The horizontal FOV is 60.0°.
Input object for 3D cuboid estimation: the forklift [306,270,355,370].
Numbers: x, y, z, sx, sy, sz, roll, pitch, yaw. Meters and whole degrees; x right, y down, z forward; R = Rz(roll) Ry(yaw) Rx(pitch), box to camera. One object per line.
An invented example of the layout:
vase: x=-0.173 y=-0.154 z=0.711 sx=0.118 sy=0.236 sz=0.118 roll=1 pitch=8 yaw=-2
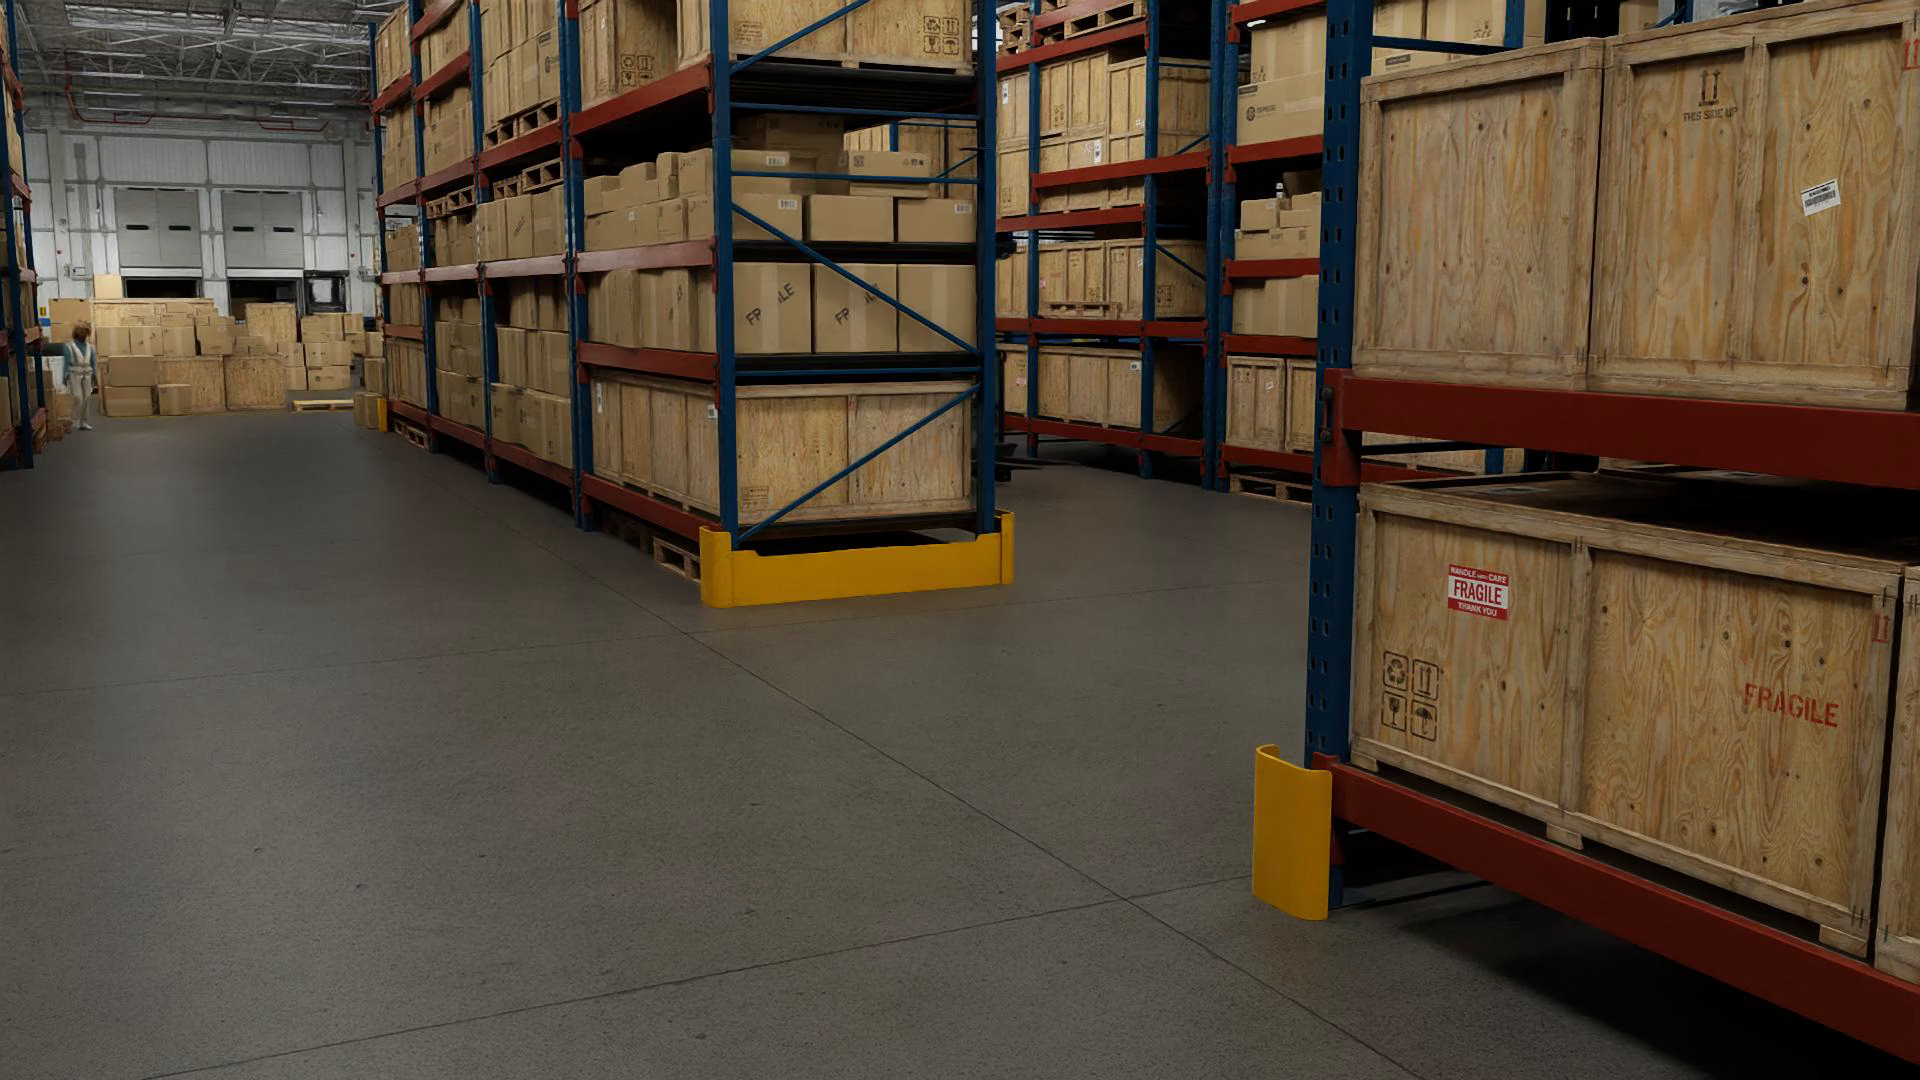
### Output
forklift: x=-17.916 y=-6.195 z=46.810 sx=1.129 sy=2.768 sz=1.873 roll=-5 pitch=10 yaw=-33

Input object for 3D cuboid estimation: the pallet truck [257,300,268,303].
pallet truck: x=-23.913 y=-7.404 z=58.171 sx=1.885 sy=1.965 sz=0.823 roll=-1 pitch=8 yaw=-9

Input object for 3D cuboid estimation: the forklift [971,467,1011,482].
forklift: x=-0.507 y=-2.029 z=18.077 sx=1.873 sy=2.768 sz=1.129 roll=8 pitch=11 yaw=42

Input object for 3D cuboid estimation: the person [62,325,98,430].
person: x=-13.528 y=-2.490 z=25.574 sx=0.388 sy=1.621 sz=0.527 roll=5 pitch=10 yaw=30
